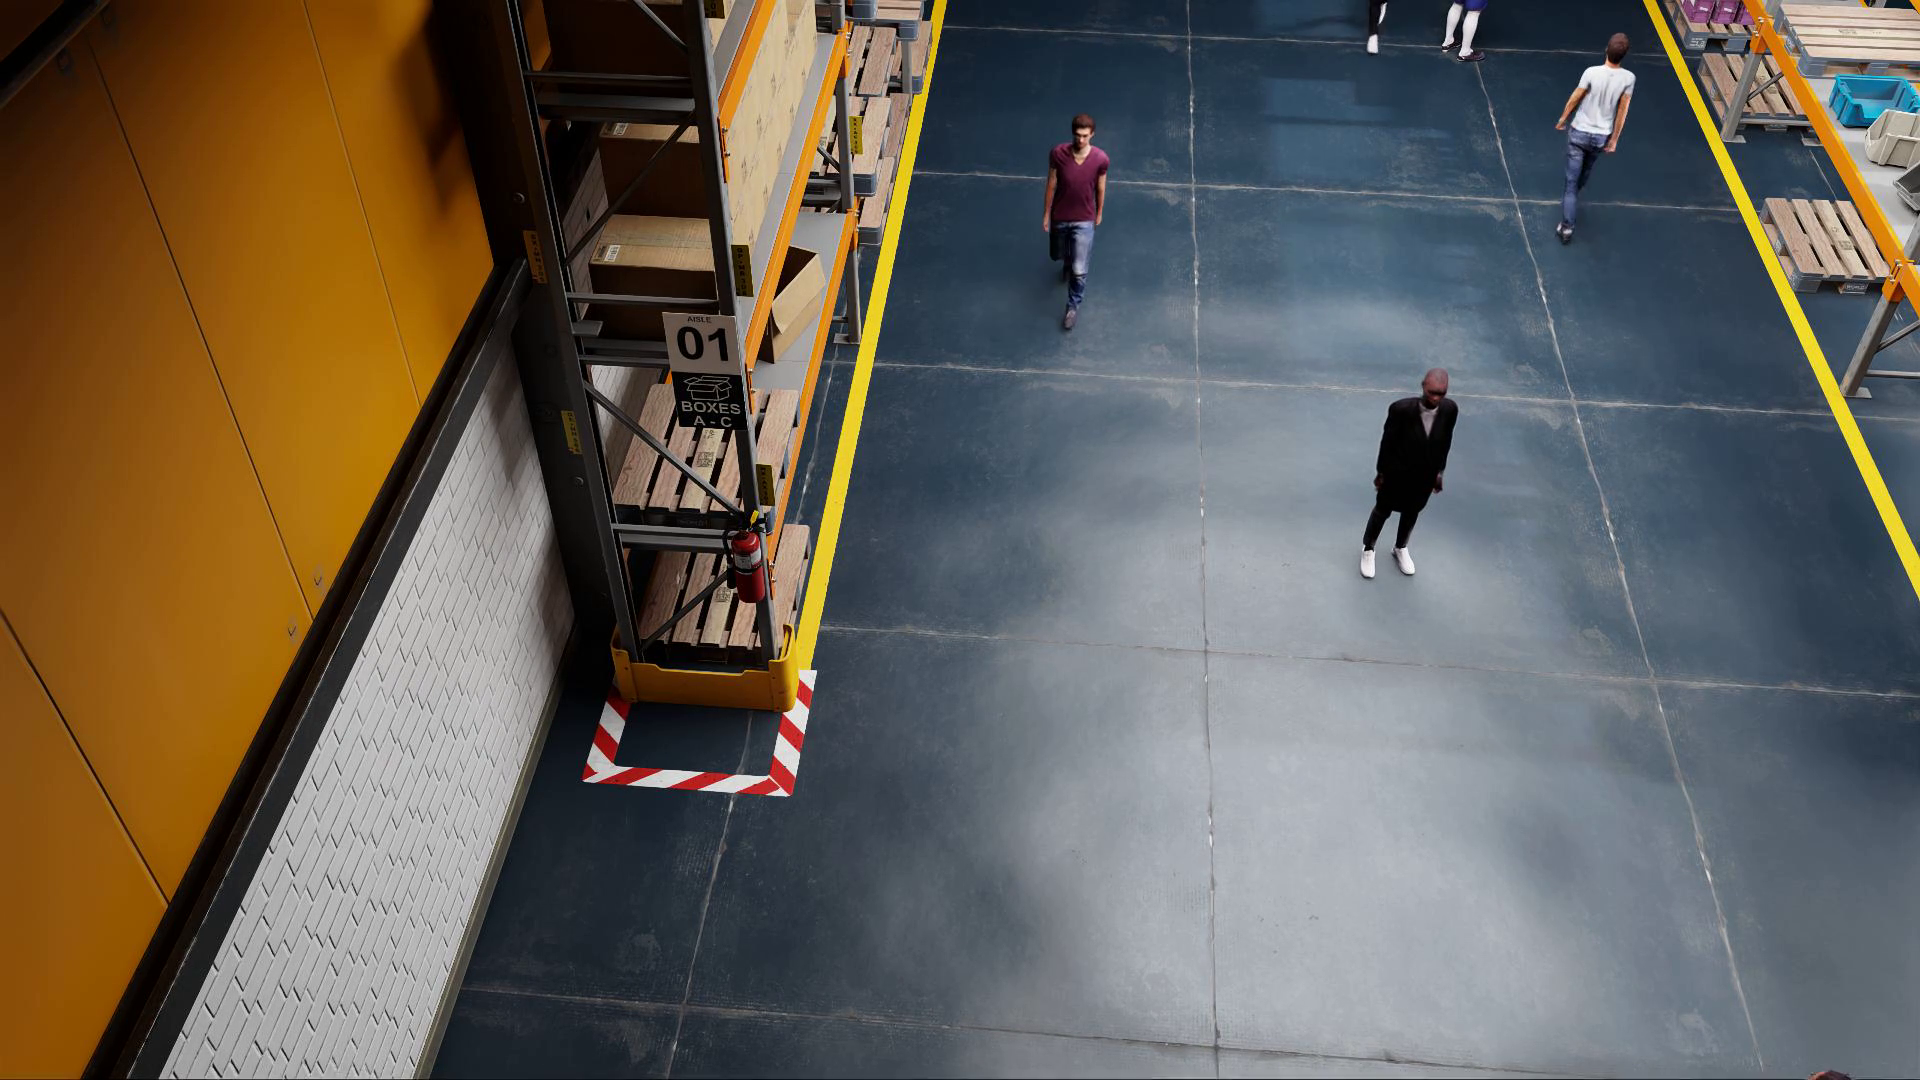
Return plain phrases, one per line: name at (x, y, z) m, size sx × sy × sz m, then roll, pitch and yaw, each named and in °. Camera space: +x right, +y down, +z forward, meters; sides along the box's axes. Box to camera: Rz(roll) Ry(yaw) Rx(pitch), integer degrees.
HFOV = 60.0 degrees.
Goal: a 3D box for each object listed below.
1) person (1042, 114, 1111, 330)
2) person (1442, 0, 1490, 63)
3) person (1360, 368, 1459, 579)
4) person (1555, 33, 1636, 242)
person at (0.939, -2.722, 13.739) m, size 0.782 × 1.825 × 1.131 m, roll 10°, pitch 45°, yaw 10°
person at (5.283, -5.828, 16.987) m, size 0.812 × 1.841 × 0.682 m, roll -18°, pitch 47°, yaw -18°
person at (3.089, -0.487, 11.437) m, size 0.678 × 1.763 × 0.607 m, roll -3°, pitch 44°, yaw -3°
person at (5.507, -3.479, 14.533) m, size 0.662 × 1.825 × 1.128 m, roll 4°, pitch 44°, yaw 4°
